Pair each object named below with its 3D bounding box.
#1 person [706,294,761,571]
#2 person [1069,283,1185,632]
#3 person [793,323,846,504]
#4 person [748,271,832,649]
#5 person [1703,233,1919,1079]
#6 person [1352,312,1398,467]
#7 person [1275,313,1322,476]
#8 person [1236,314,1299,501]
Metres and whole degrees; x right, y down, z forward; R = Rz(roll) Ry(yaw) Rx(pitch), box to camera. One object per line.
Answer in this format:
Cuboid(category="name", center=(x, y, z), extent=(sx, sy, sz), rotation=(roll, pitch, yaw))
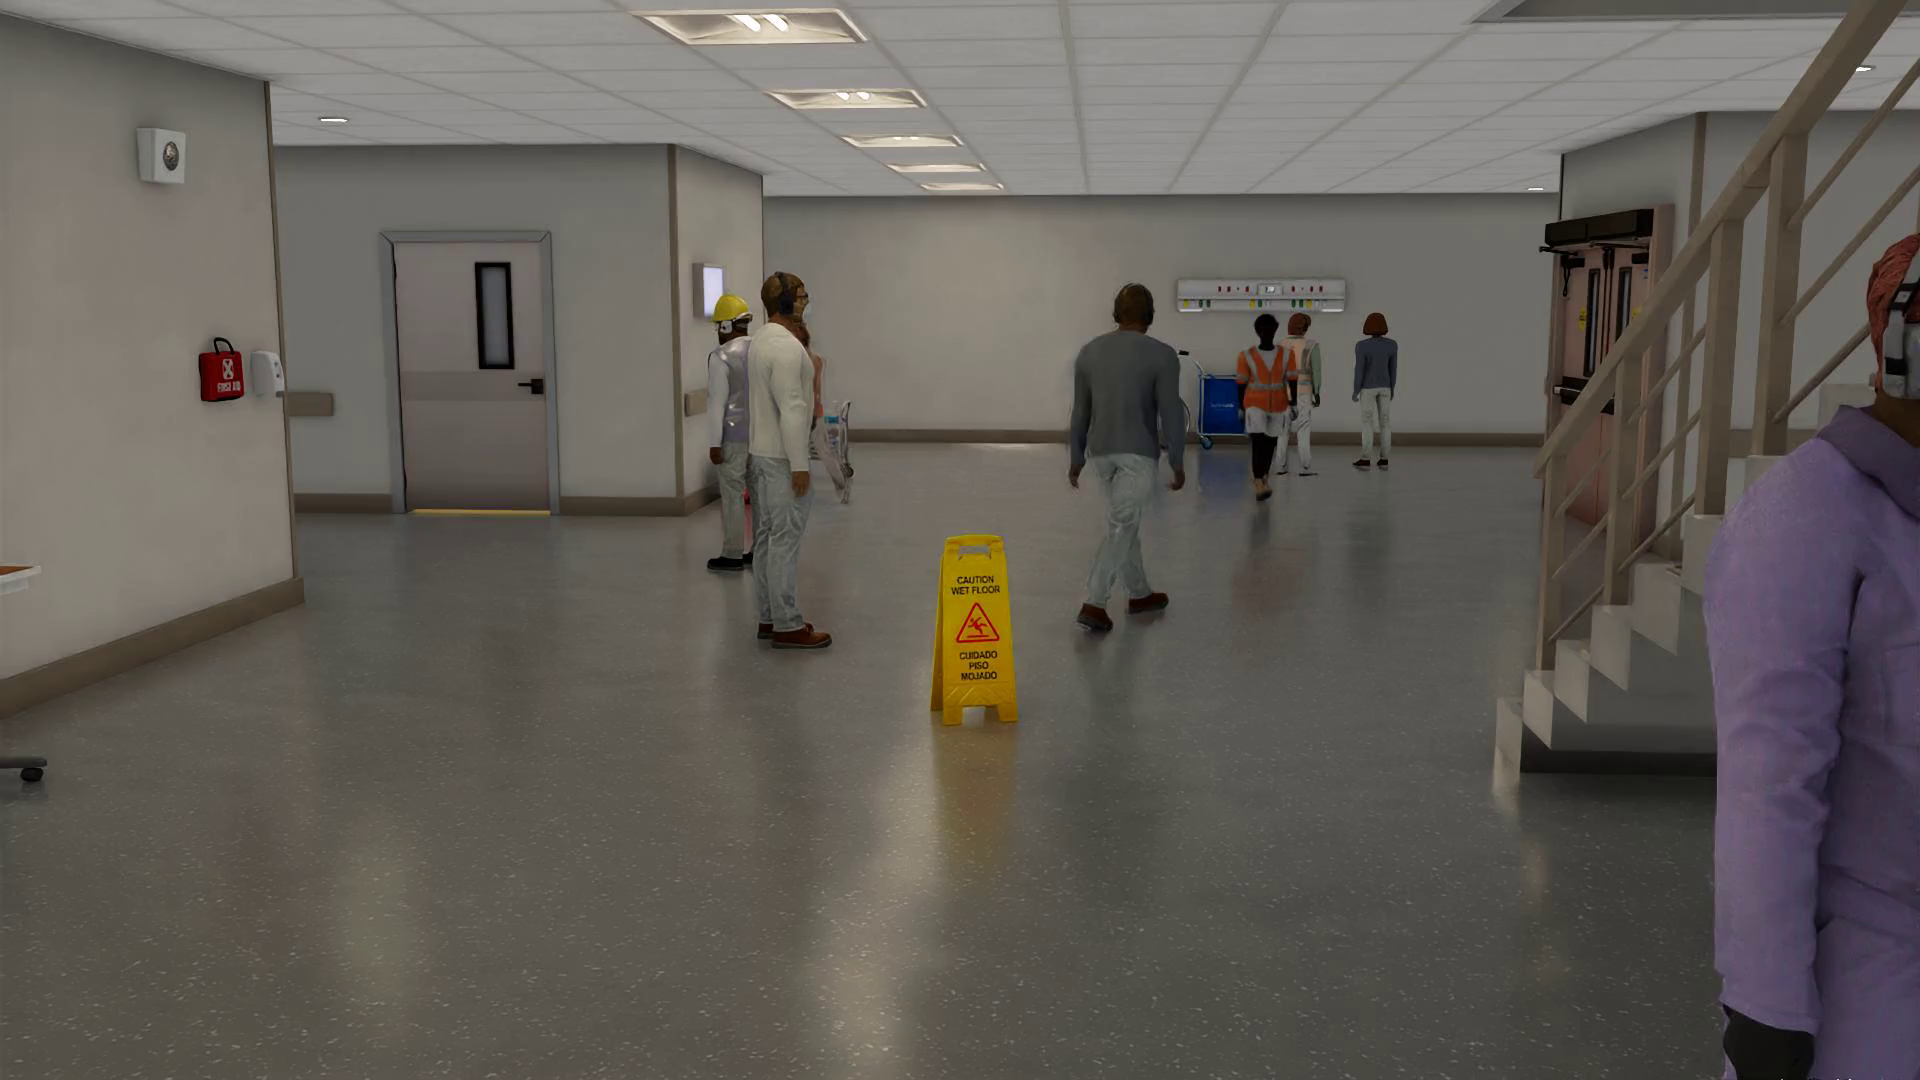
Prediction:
Cuboid(category="person", center=(-1.464, -0.703, 10.995), extent=(0.403, 1.824, 0.590), rotation=(6, 10, 35))
Cuboid(category="person", center=(0.900, -0.460, 9.130), extent=(0.645, 1.893, 1.029), rotation=(7, 11, 38))
Cuboid(category="person", center=(-1.280, -1.064, 14.193), extent=(0.518, 1.598, 0.847), rotation=(6, 11, 37))
Cuboid(category="person", center=(-0.902, -0.410, 8.598), extent=(0.372, 1.940, 0.630), rotation=(-3, 9, -20))
Cuboid(category="person", center=(1.263, 0.544, 2.217), extent=(0.646, 1.907, 0.401), rotation=(-5, 10, -31))
Cuboid(category="person", center=(4.382, -1.583, 17.595), extent=(0.500, 1.636, 0.280), rotation=(-3, 9, -17))
Cuboid(category="person", center=(3.395, -1.466, 16.789), extent=(0.521, 1.638, 0.311), rotation=(6, 10, 36))
Cuboid(category="person", center=(2.745, -1.192, 14.890), extent=(0.535, 1.647, 0.908), rotation=(-1, 8, -5))
